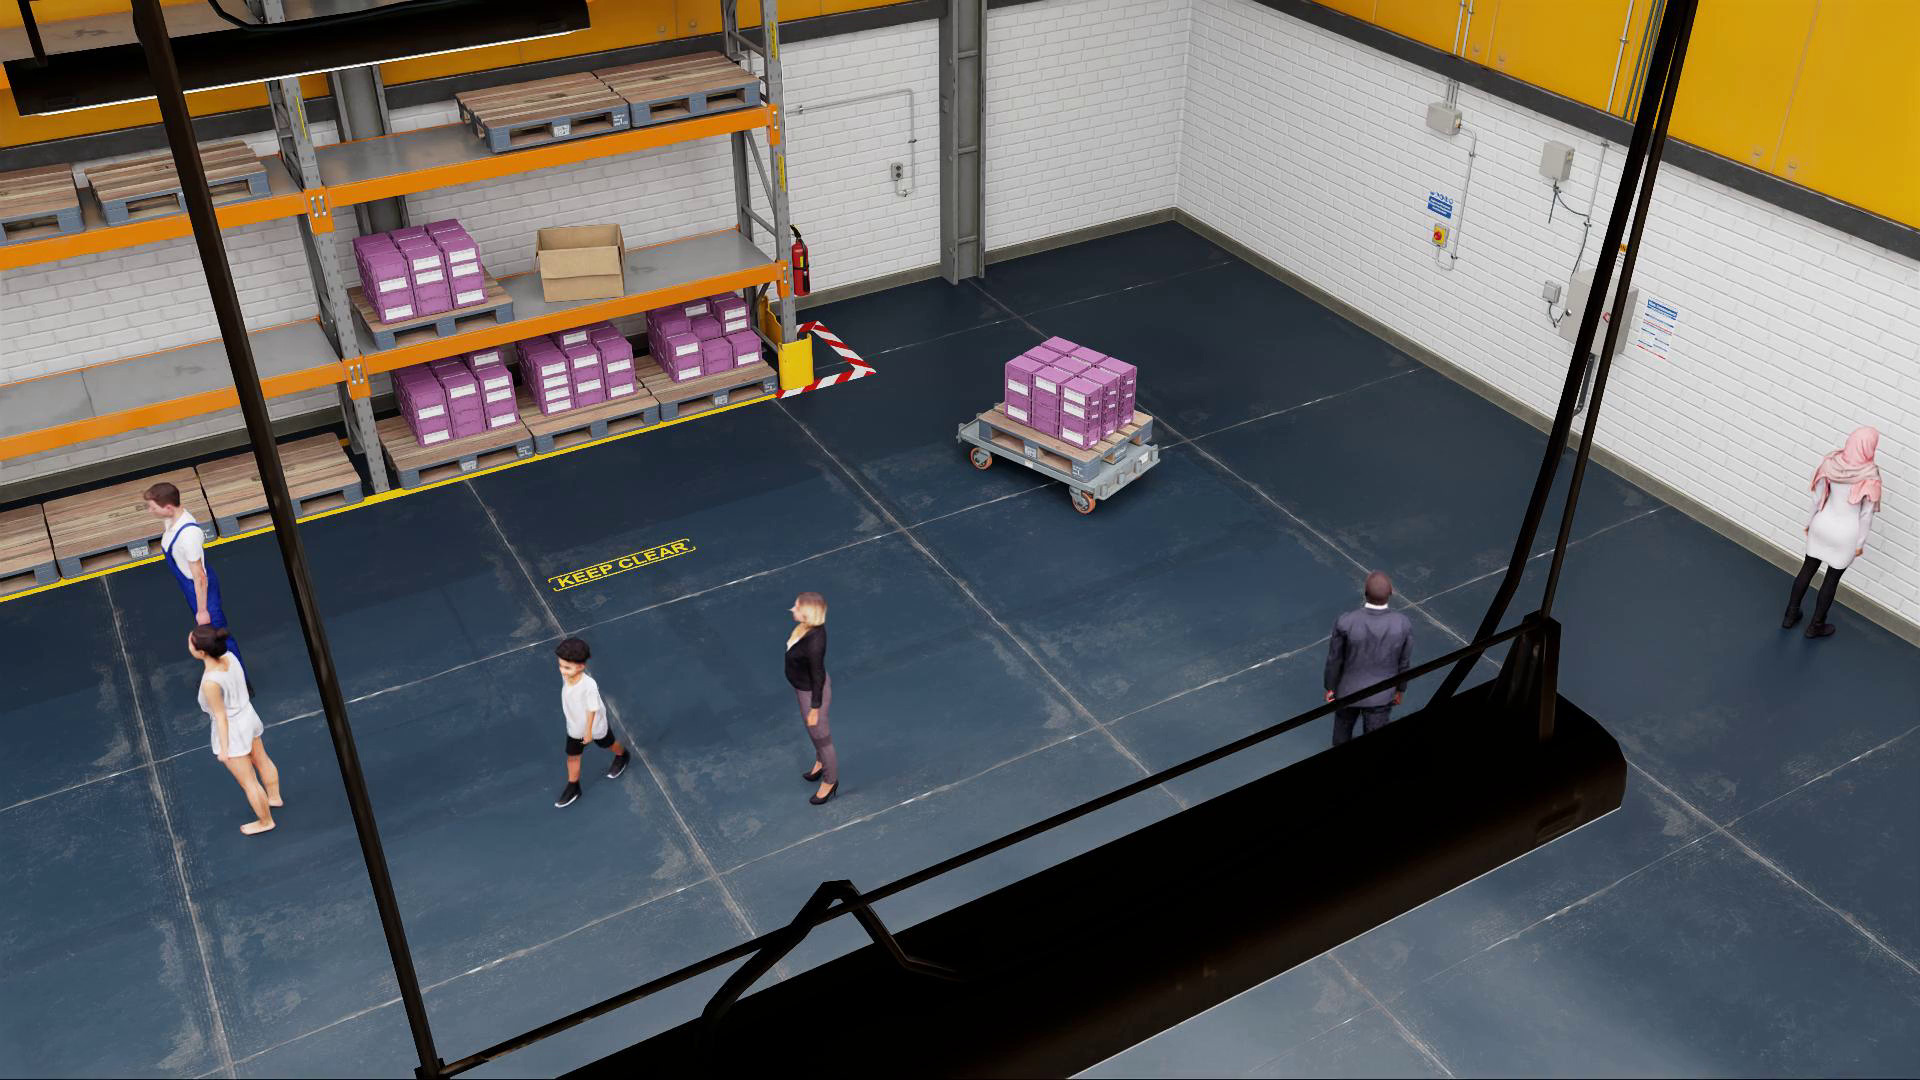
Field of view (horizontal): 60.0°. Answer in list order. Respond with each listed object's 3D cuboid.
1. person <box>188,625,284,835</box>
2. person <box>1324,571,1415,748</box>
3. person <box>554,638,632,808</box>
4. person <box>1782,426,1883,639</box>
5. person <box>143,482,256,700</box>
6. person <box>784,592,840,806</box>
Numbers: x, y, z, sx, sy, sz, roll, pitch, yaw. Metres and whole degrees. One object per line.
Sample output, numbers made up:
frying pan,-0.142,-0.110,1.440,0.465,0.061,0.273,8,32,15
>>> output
person,-4.688,1.208,10.766,0.657,1.608,0.645,-1,34,-2
person,2.656,1.023,10.871,1.112,1.801,1.167,7,34,11
person,-2.463,1.158,11.176,0.758,1.238,0.931,17,37,24
person,6.580,-0.062,12.501,0.621,1.804,0.649,-22,39,-29
person,-5.401,0.361,11.822,0.578,1.850,0.634,-21,39,-28
person,-0.948,1.029,10.979,0.649,1.671,0.667,-5,34,-7
